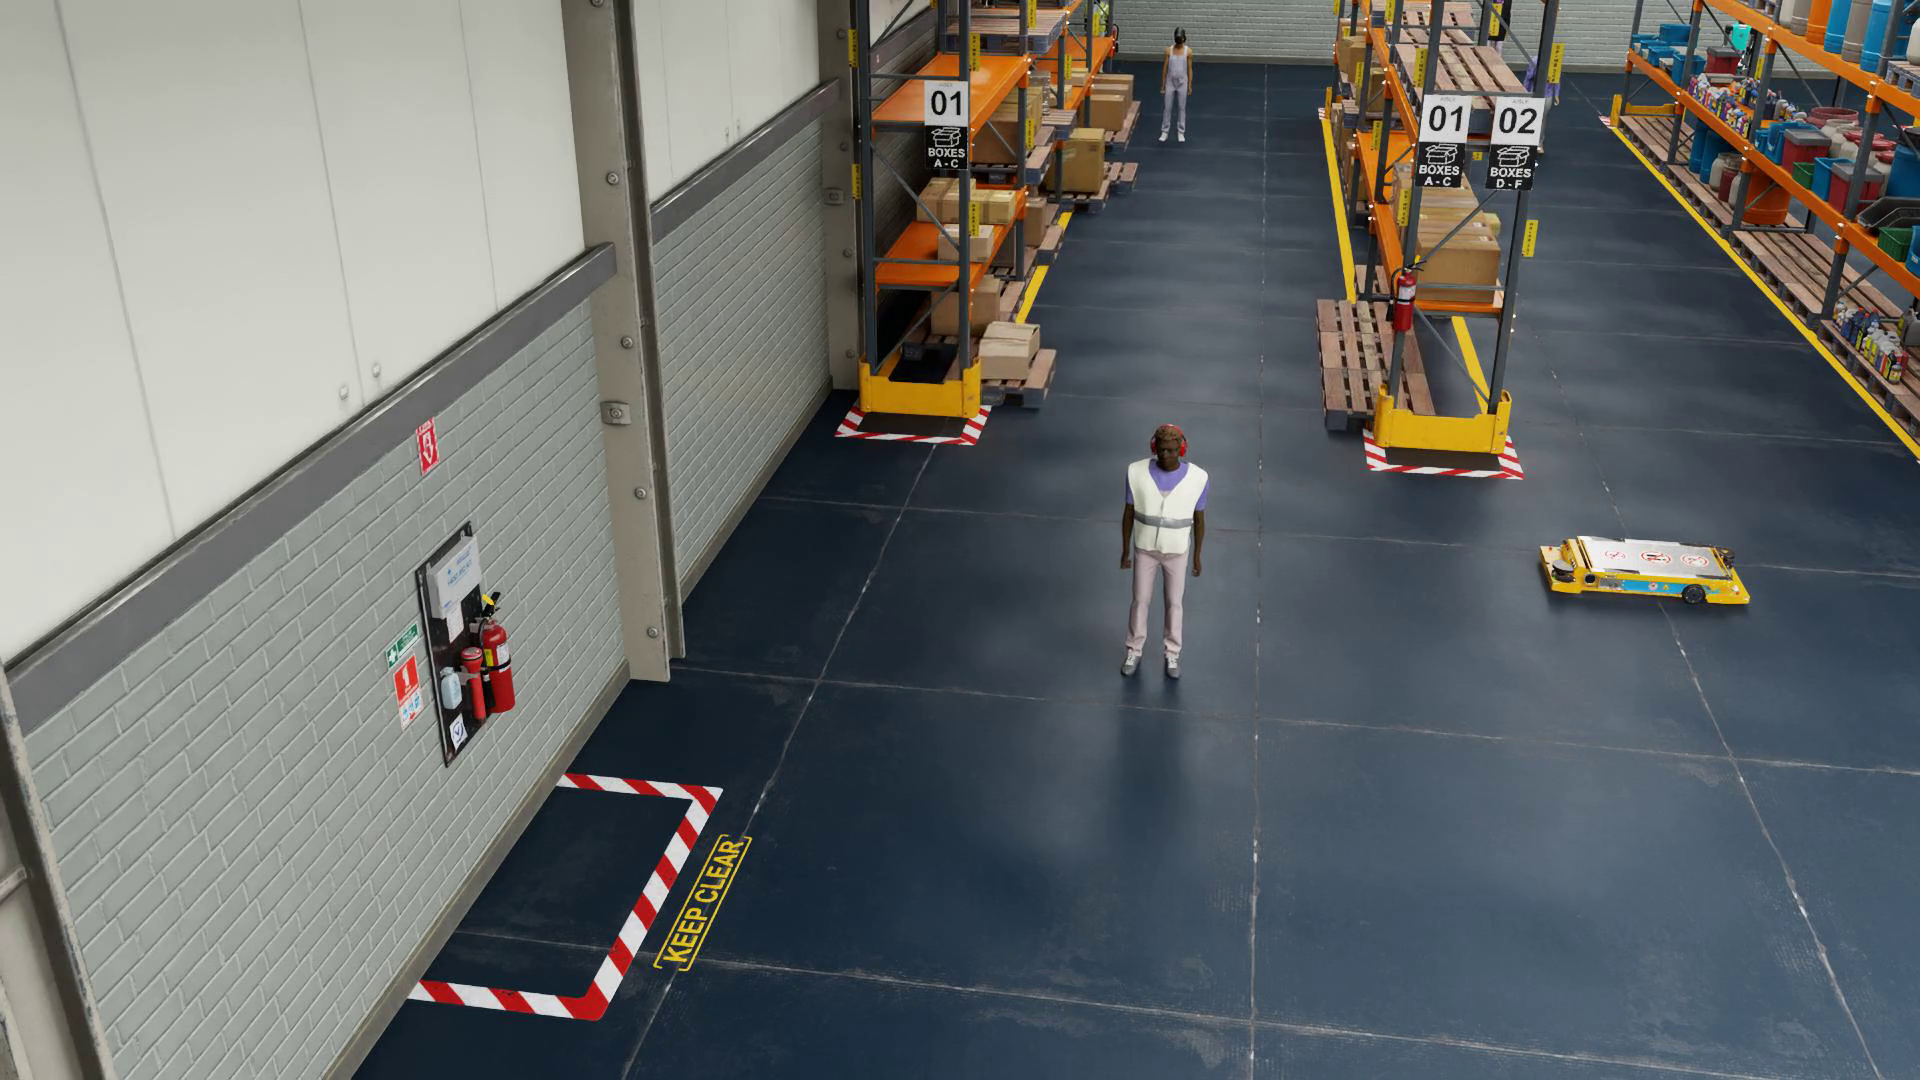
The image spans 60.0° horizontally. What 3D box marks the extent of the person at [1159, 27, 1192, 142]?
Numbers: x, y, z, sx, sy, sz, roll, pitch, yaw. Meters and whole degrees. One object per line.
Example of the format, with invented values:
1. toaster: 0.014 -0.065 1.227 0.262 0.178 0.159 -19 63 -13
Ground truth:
1. person: 3.608 -7.583 27.704 0.519 1.864 0.372 4 25 9

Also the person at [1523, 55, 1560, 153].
1. person: 9.393 -7.186 26.930 0.595 1.800 0.394 4 25 9

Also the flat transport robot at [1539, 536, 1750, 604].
1. flat transport robot: 5.279 0.231 12.864 1.431 0.231 0.659 4 25 9

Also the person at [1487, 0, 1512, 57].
1. person: 10.758 -10.248 33.416 0.533 1.856 0.410 4 25 9

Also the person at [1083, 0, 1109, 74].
1. person: 2.765 -10.358 33.843 0.531 1.692 0.320 4 25 9

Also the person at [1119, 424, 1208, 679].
1. person: 1.380 0.065 11.353 0.562 1.847 0.389 4 25 9

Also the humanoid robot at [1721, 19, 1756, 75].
1. humanoid robot: 13.906 -8.657 29.994 0.533 1.677 0.735 4 25 9
